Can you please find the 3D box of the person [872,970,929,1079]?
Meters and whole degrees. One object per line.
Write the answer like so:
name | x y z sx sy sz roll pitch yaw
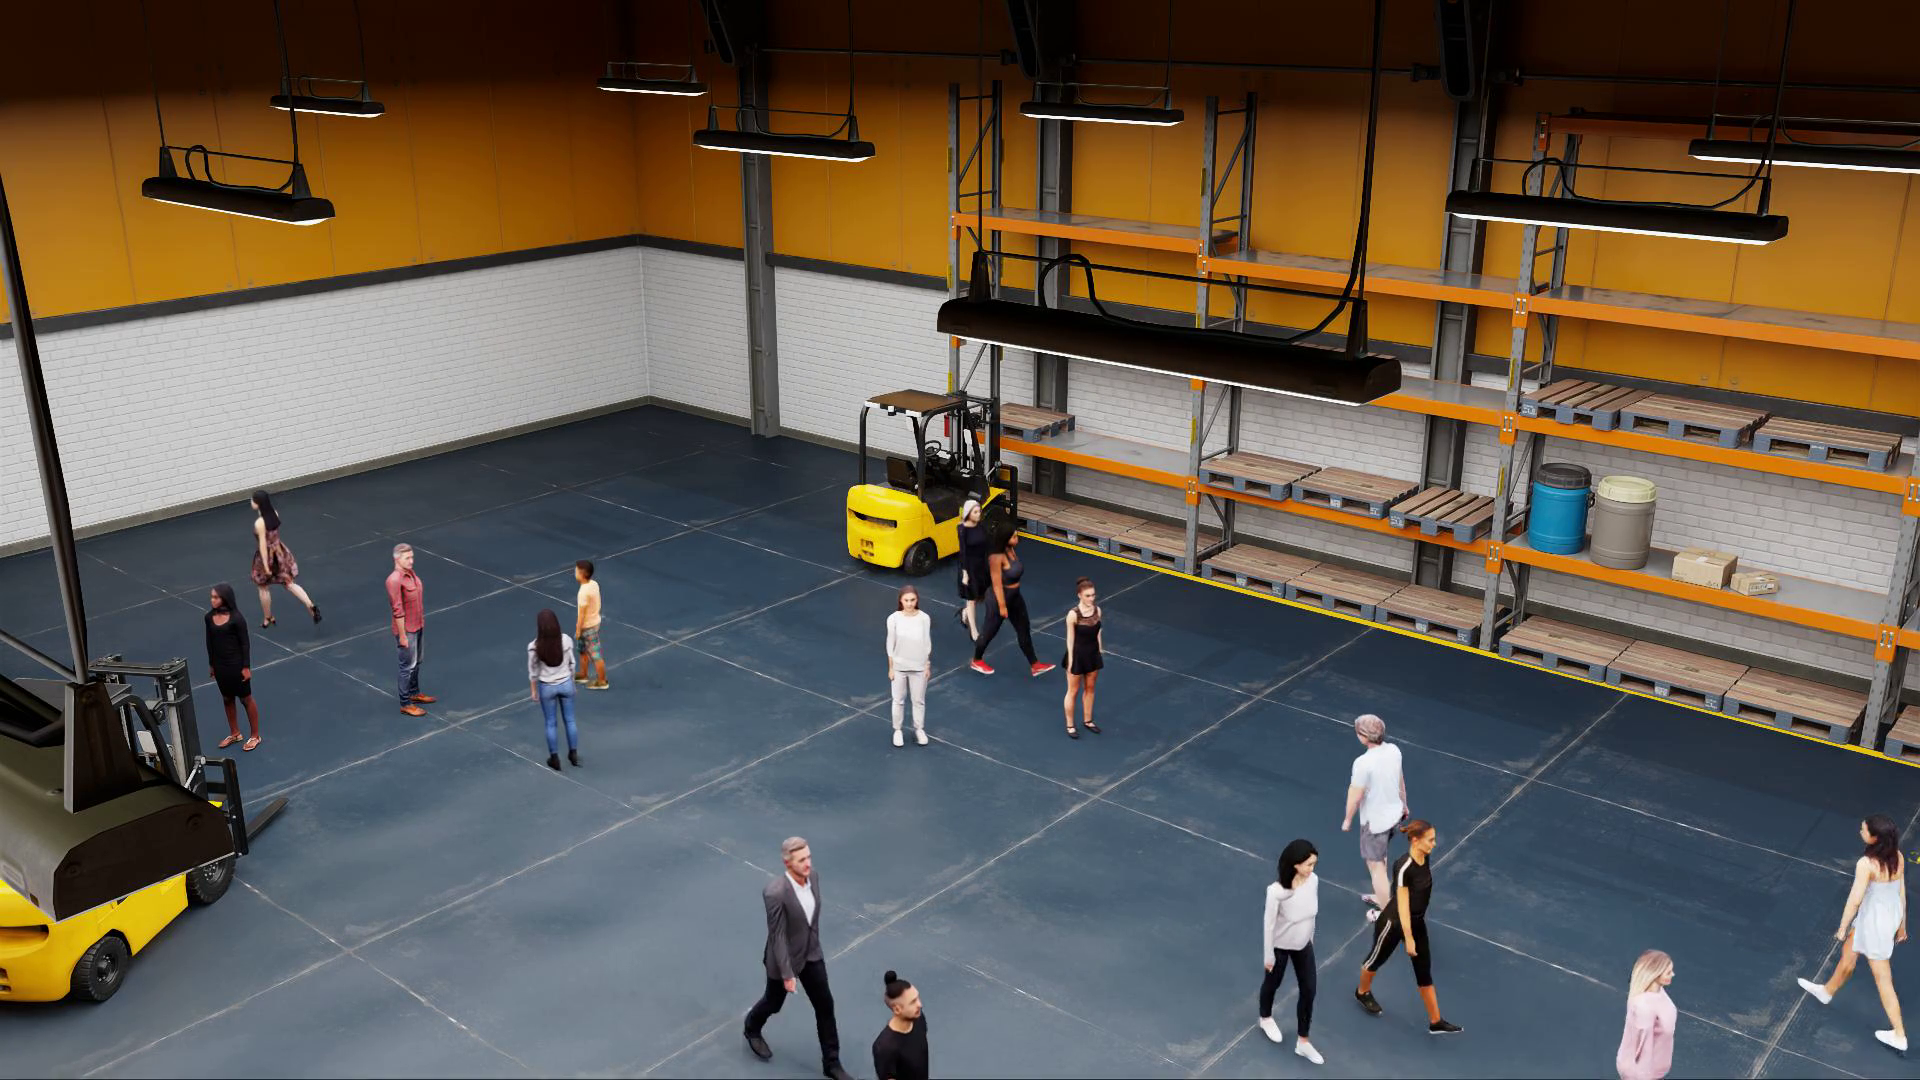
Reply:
person | -0.411 3.369 9.953 0.998 1.850 0.829 8 20 22

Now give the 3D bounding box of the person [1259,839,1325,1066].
person | 2.278 2.837 11.817 0.839 1.668 0.971 -10 21 -26

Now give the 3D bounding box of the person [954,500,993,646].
person | 0.085 0.359 19.071 0.662 1.736 0.791 -17 25 -41

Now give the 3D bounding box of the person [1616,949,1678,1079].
person | 4.199 3.298 10.438 0.836 1.674 0.674 11 22 30

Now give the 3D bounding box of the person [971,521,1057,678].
person | 0.393 0.668 18.108 1.273 1.763 0.888 9 21 25

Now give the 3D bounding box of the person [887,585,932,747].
person | -0.508 1.235 16.546 0.678 1.686 0.724 -3 19 -9

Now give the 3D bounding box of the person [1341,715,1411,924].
person | 3.405 2.281 13.258 0.825 1.802 0.807 -10 21 -28

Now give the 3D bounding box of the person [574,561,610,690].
person | -3.906 0.918 17.859 0.839 1.449 0.755 1 19 4

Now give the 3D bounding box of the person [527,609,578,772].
person | -3.887 1.435 16.039 0.664 1.631 0.642 -9 21 -25

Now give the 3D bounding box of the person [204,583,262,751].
person | -7.209 1.246 16.460 0.580 1.721 0.737 5 19 15

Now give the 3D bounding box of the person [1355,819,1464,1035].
person | 3.142 2.767 12.096 0.762 1.623 1.159 -13 23 -35

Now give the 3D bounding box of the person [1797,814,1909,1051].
person | 6.621 2.816 11.861 0.861 1.680 1.180 -8 20 -23

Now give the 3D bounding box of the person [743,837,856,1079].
person | -1.212 2.876 11.498 1.195 1.798 0.679 15 24 37

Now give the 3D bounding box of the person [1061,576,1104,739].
person | 1.244 1.168 16.755 0.650 1.679 0.652 -11 22 -30

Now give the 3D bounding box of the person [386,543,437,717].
person | -5.750 0.899 17.320 0.787 1.830 0.760 0 19 1

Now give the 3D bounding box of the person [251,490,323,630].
person | -7.894 0.276 19.306 1.198 1.742 0.930 5 19 15
